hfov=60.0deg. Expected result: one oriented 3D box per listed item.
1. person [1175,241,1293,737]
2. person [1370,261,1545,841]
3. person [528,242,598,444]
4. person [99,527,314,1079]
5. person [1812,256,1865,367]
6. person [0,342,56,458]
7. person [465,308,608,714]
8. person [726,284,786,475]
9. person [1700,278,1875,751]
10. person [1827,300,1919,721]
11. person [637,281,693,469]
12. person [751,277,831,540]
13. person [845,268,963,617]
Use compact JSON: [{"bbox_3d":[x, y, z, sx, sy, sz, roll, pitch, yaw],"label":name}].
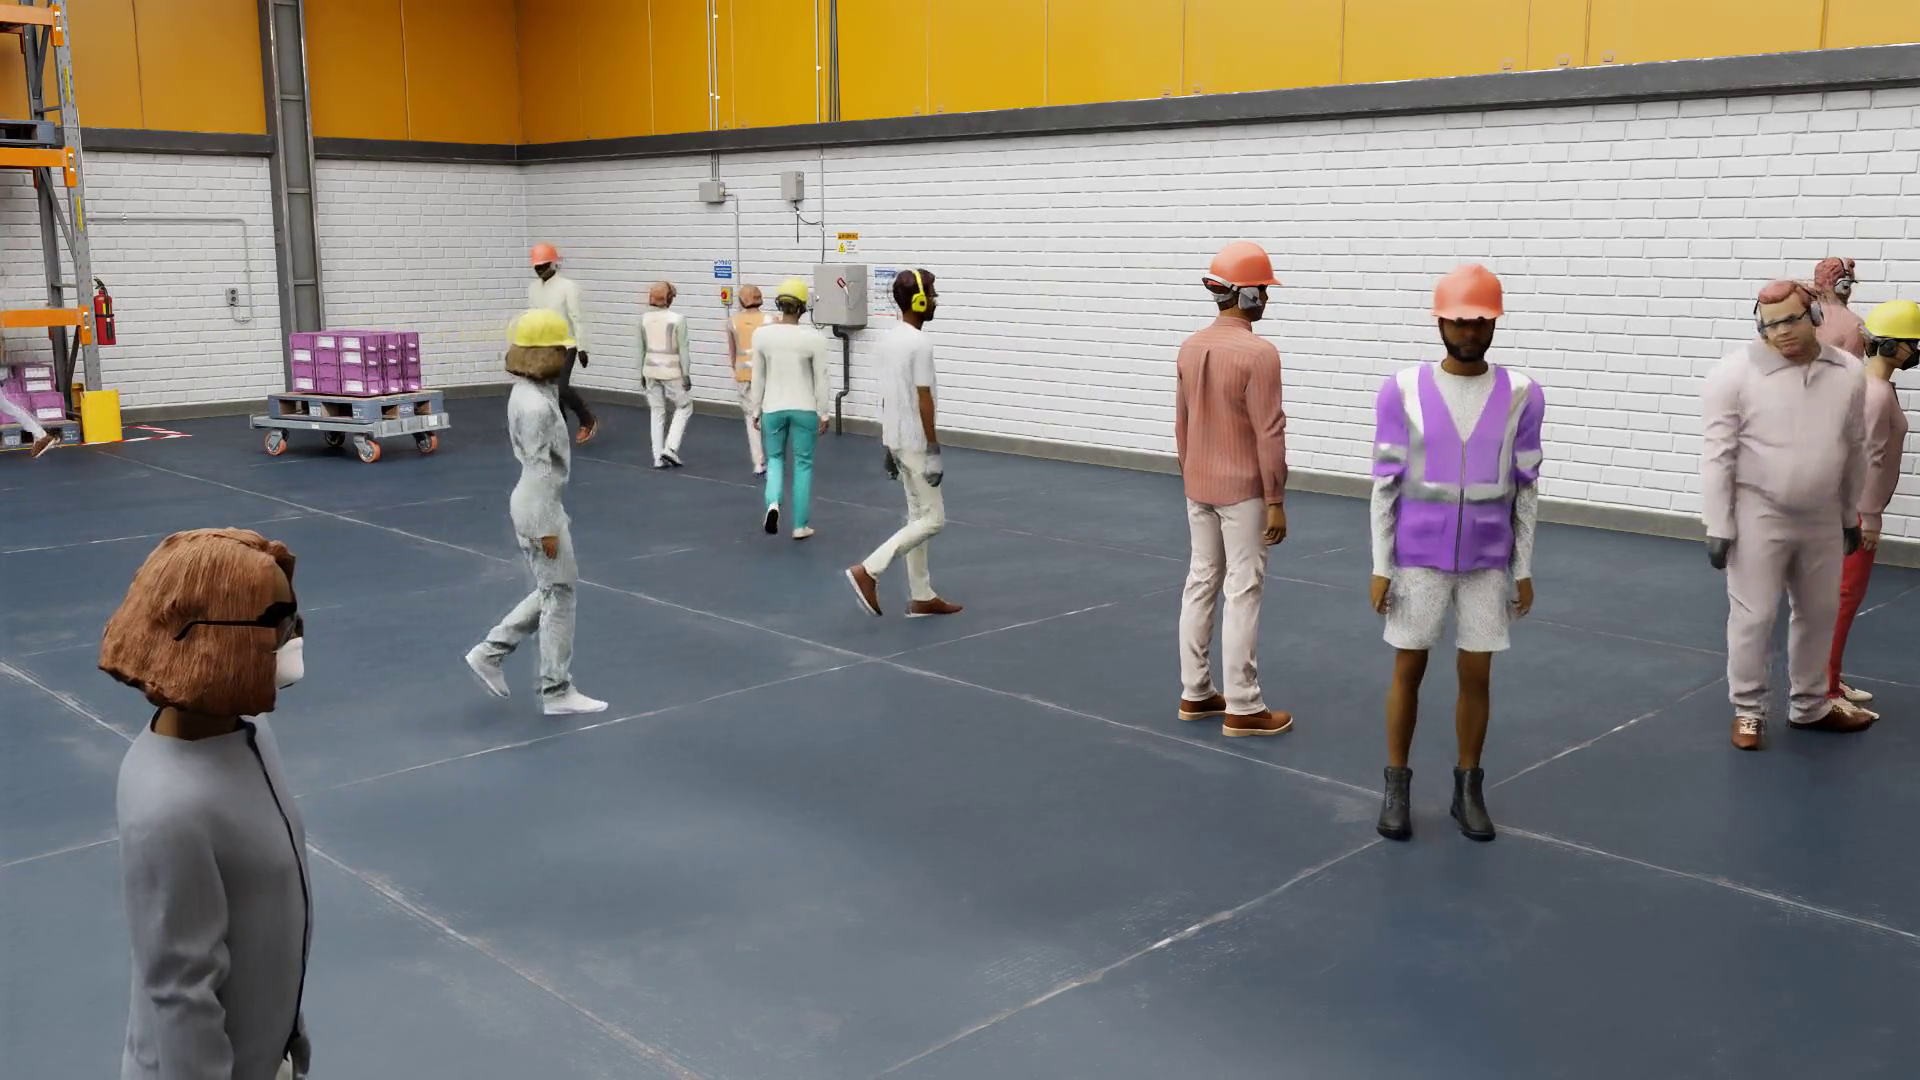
[{"bbox_3d":[1.111,-0.201,6.767,0.376,1.995,0.612,-6,12,-30],"label":"person"},{"bbox_3d":[1.646,0.050,5.556,0.552,1.936,0.379,1,10,8],"label":"person"},{"bbox_3d":[-3.812,-1.825,15.732,0.619,1.963,0.566,7,13,34],"label":"person"},{"bbox_3d":[-1.054,0.782,2.419,0.280,1.624,0.494,-2,11,-13],"label":"person"},{"bbox_3d":[5.074,-0.713,9.825,0.403,1.900,0.644,-4,11,-19],"label":"person"},{"bbox_3d":[-8.620,-1.588,14.797,0.927,1.832,0.528,-9,14,-40],"label":"person"},{"bbox_3d":[-1.786,-0.103,6.955,0.485,1.725,0.496,-3,11,-16],"label":"person"},{"bbox_3d":[-1.713,-1.366,14.162,0.544,1.615,0.456,2,11,10],"label":"person"},{"bbox_3d":[3.300,-0.086,6.516,0.846,1.859,0.413,-2,11,-9],"label":"person"},{"bbox_3d":[3.834,-0.126,7.013,0.349,1.759,0.522,5,11,24],"label":"person"},{"bbox_3d":[-2.554,-1.417,14.377,0.547,1.626,0.372,4,11,22],"label":"person"},{"bbox_3d":[-1.119,-0.858,11.008,0.539,1.750,0.421,1,10,8],"label":"person"},{"bbox_3d":[-0.280,-0.484,8.683,0.610,1.859,0.530,-5,11,-24],"label":"person"}]
